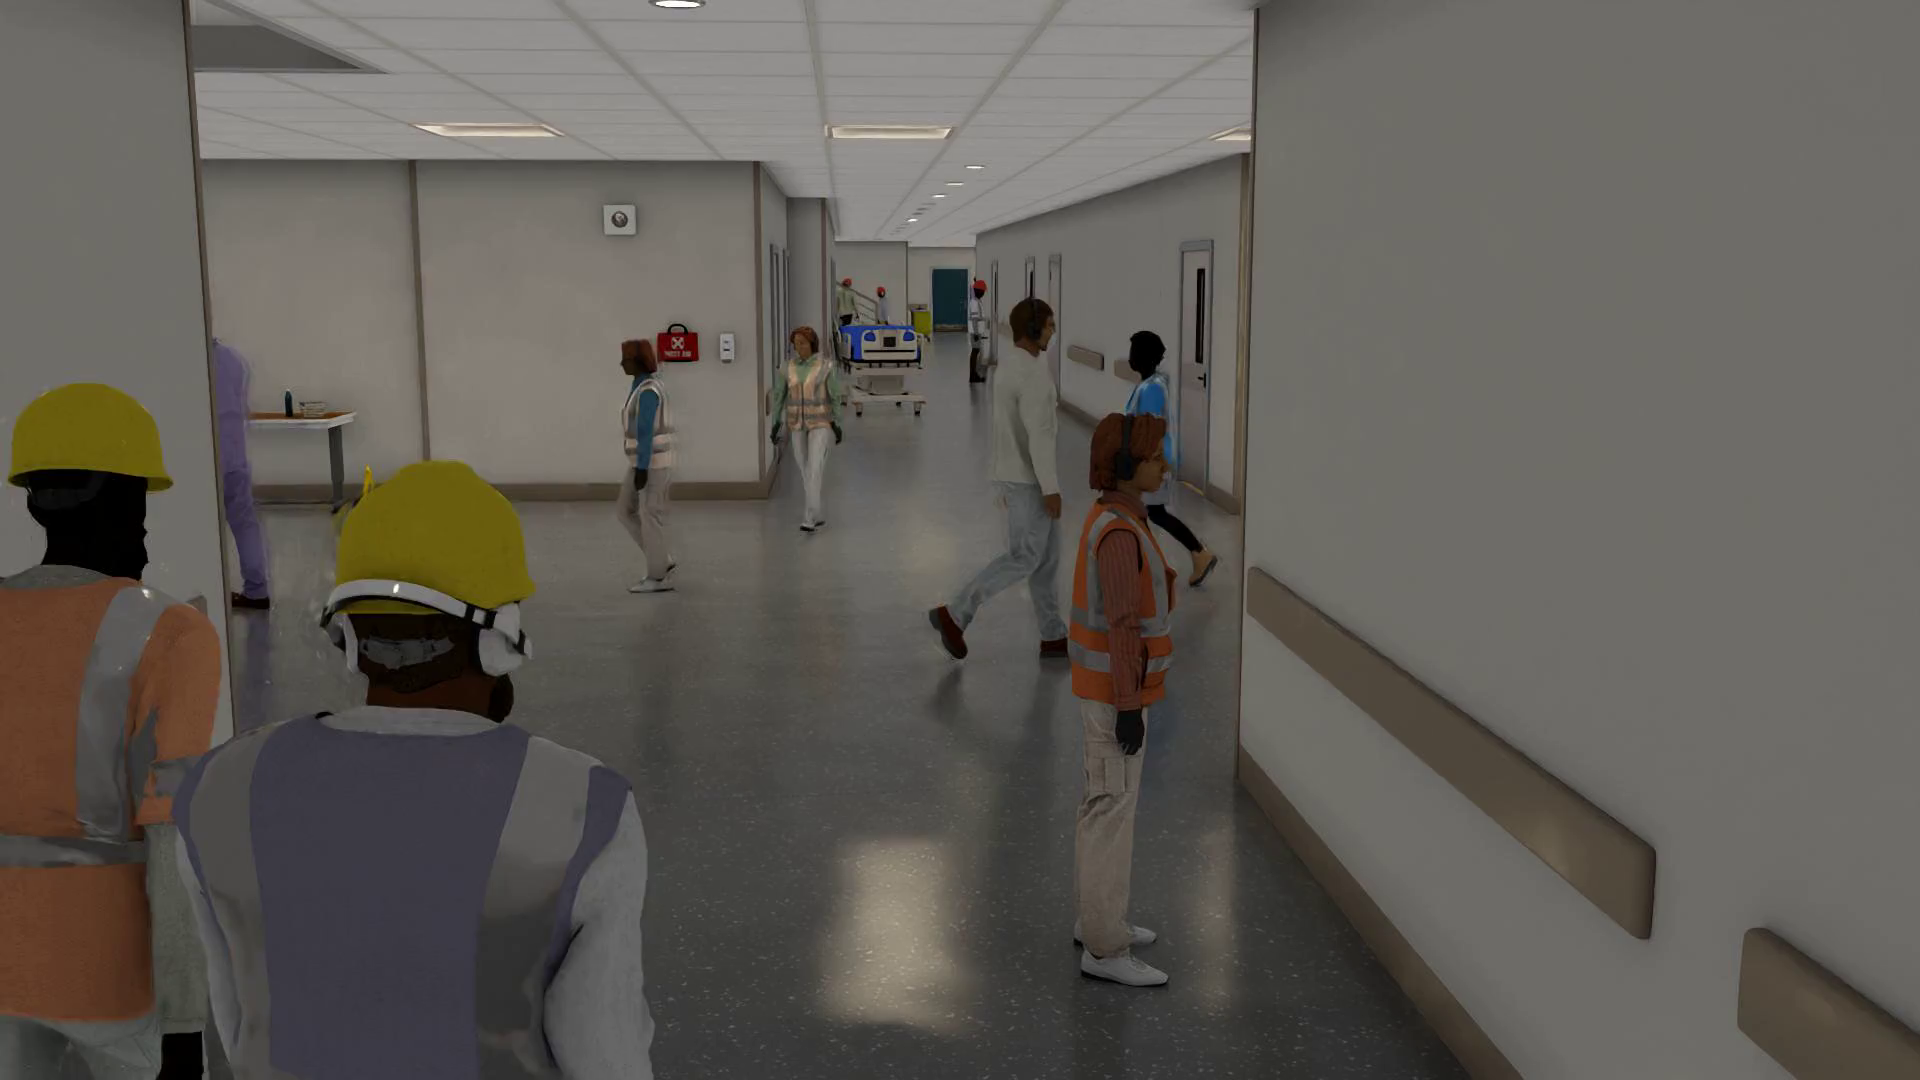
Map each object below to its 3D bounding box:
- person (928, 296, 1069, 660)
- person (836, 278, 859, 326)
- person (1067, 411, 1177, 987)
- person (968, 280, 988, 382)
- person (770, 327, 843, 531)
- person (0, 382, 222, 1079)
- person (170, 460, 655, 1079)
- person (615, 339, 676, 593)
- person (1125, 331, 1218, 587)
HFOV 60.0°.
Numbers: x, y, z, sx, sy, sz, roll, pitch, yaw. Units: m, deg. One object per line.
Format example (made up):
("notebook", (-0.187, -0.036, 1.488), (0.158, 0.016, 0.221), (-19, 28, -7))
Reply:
("person", (0.283, -0.300, 8.632), (0.856, 1.918, 0.634), (-1, 9, -6))
("person", (-3.111, -6.250, 45.935), (0.594, 1.935, 1.004), (6, 11, 33))
("person", (0.464, 0.447, 4.809), (0.307, 1.639, 0.525), (0, 9, 2))
("person", (0.349, -3.962, 31.580), (0.377, 1.928, 0.551), (1, 9, 6))
("person", (-1.246, -0.863, 13.101), (0.551, 1.605, 0.761), (3, 10, 20))
("person", (-1.456, 0.682, 2.725), (0.582, 1.850, 1.021), (1, 9, 6))
("person", (-0.649, 0.787, 2.175), (0.596, 1.785, 0.907), (0, 9, 3))
("person", (-2.017, -0.463, 10.583), (0.368, 1.627, 0.515), (-3, 10, -20))
("person", (1.269, -0.518, 10.768), (0.764, 1.671, 0.532), (-1, 9, -3))
